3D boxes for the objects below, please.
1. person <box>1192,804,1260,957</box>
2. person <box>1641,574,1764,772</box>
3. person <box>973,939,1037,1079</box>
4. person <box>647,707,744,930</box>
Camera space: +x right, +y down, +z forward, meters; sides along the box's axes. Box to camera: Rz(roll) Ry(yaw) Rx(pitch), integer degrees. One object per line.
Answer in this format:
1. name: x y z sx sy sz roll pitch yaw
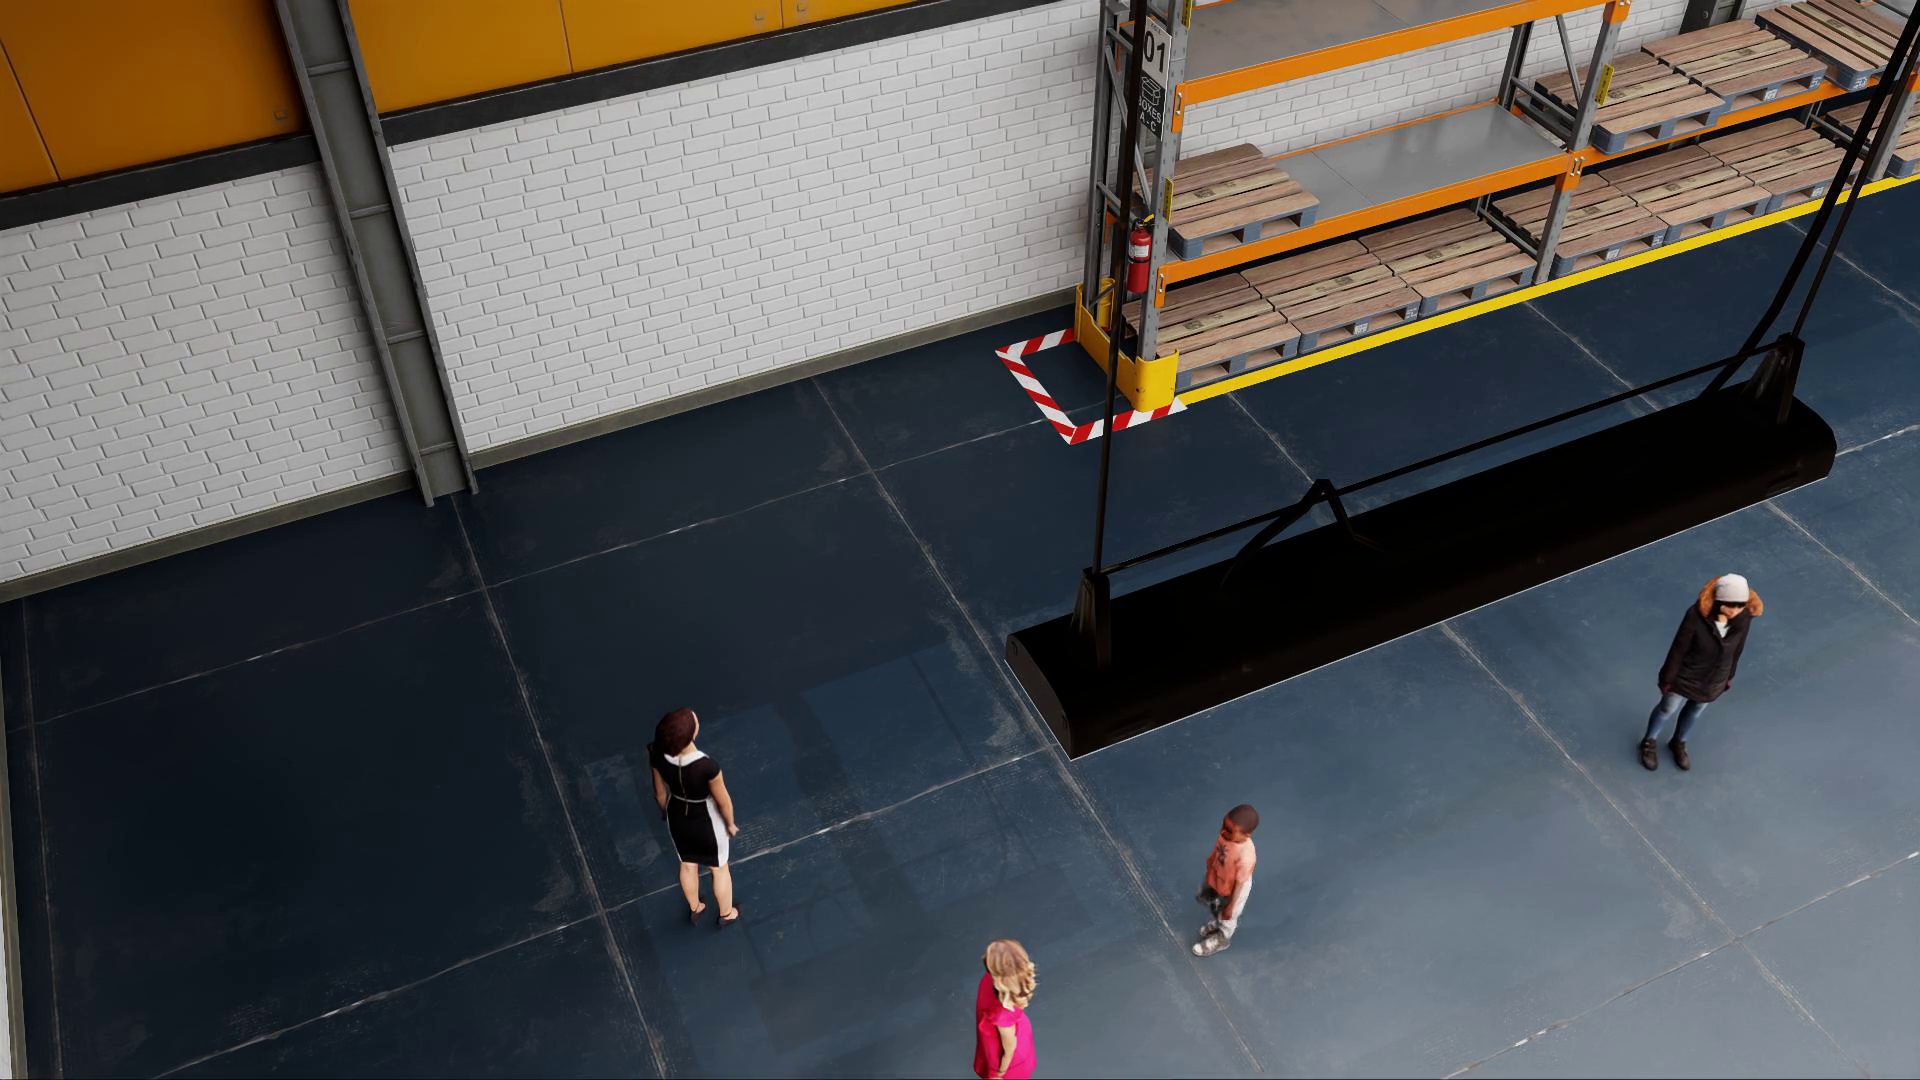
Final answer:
1. person: 1.556 1.889 9.312 0.565 1.304 0.554 -9 44 -10
2. person: 4.534 0.789 10.228 0.650 1.633 0.762 -3 44 -3
3. person: 0.240 2.520 8.343 0.692 1.728 0.664 5 44 5
4. person: -1.470 1.577 9.284 0.639 1.795 0.716 11 45 11
